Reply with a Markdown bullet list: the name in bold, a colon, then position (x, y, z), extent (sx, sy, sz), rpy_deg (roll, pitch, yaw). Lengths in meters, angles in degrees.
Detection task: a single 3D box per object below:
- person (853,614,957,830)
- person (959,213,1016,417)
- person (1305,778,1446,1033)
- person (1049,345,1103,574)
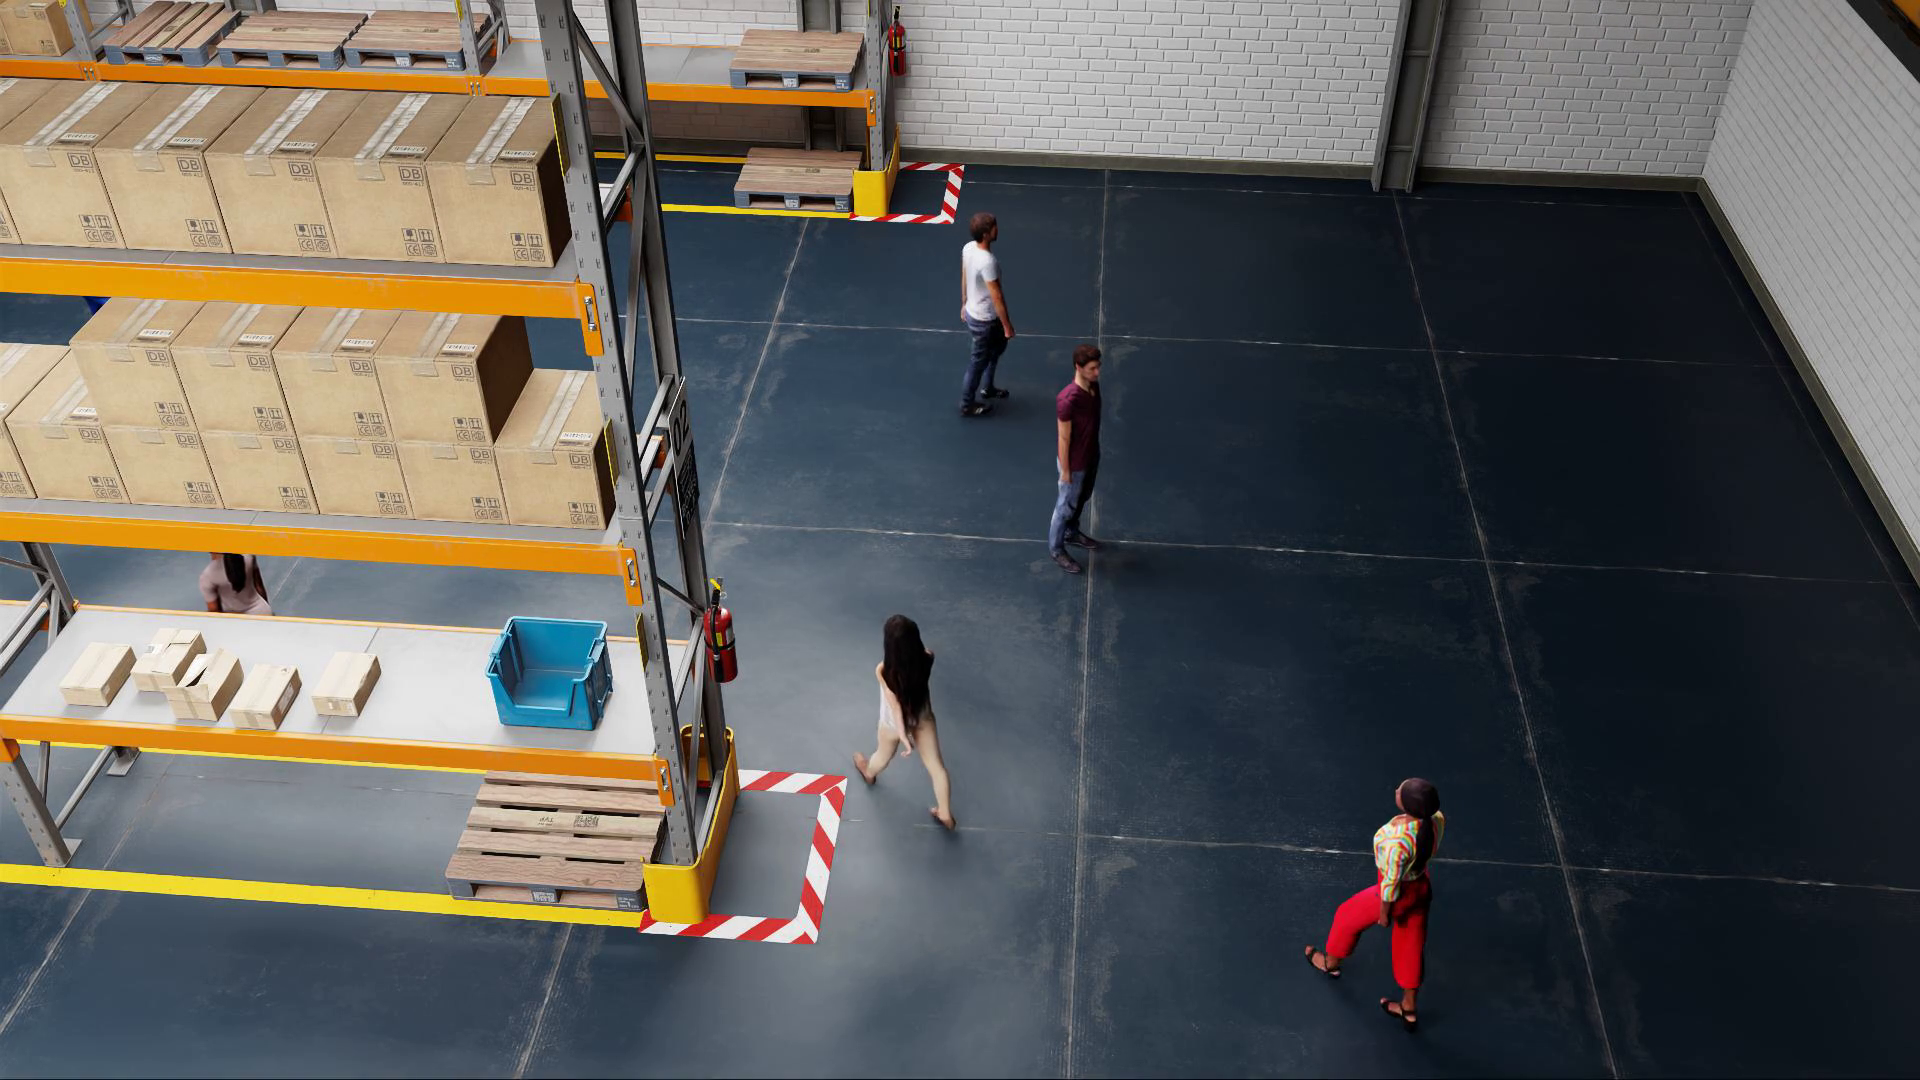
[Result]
- **person**: position (-0.367, 1.000, 10.274), extent (0.997, 1.625, 1.060), rpy_deg (30, 48, 32)
- **person**: position (0.106, -1.800, 13.599), extent (0.823, 1.851, 0.757), rpy_deg (-9, 40, -12)
- **person**: position (2.424, 1.991, 8.927), extent (0.968, 1.759, 1.007), rpy_deg (-25, 45, -28)
- **person**: position (0.861, -0.636, 12.143), extent (0.683, 1.850, 0.729), rpy_deg (18, 42, 22)
